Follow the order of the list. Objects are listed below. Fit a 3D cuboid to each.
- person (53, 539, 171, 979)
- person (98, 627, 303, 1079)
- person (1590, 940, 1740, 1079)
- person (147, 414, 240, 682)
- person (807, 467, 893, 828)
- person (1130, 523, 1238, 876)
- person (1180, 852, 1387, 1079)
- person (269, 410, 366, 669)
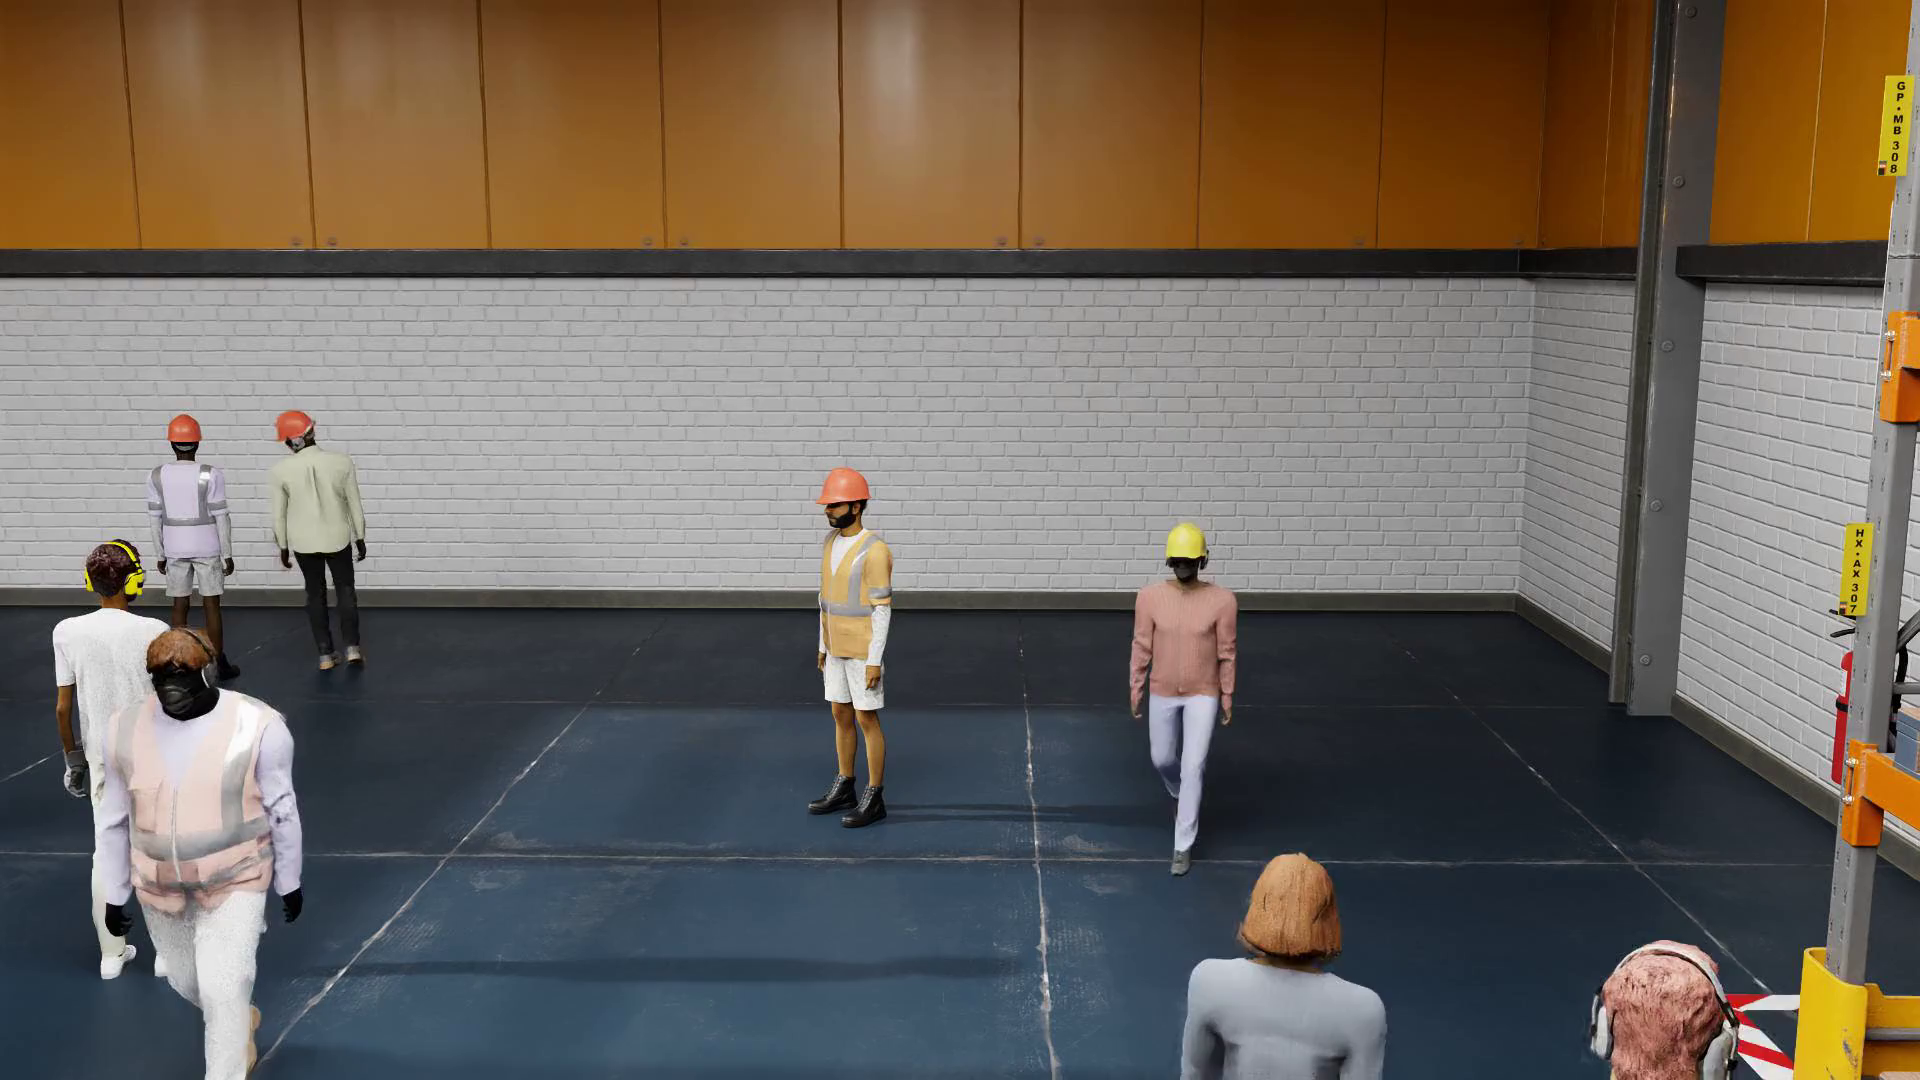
[{"bbox_3d":[-3.525,0.927,7.035,0.526,1.869,0.315,0,9,-2],"label":"person"},{"bbox_3d":[-2.616,1.162,5.799,0.639,1.811,0.893,0,9,-3],"label":"person"},{"bbox_3d":[1.220,1.616,2.972,0.649,1.844,1.027,7,12,36],"label":"person"},{"bbox_3d":[-5.508,0.067,11.961,0.552,1.942,0.340,-1,9,-4],"label":"person"},{"bbox_3d":[-0.598,0.572,8.953,0.362,1.938,0.545,-8,12,-40],"label":"person"},{"bbox_3d":[1.145,0.752,8.460,0.533,1.739,0.753,3,10,17],"label":"person"},{"bbox_3d":[0.797,1.545,4.163,0.515,1.582,0.847,4,10,22],"label":"person"},{"bbox_3d":[-4.731,0.008,12.302,0.652,1.947,0.451,-3,10,-20],"label":"person"}]
